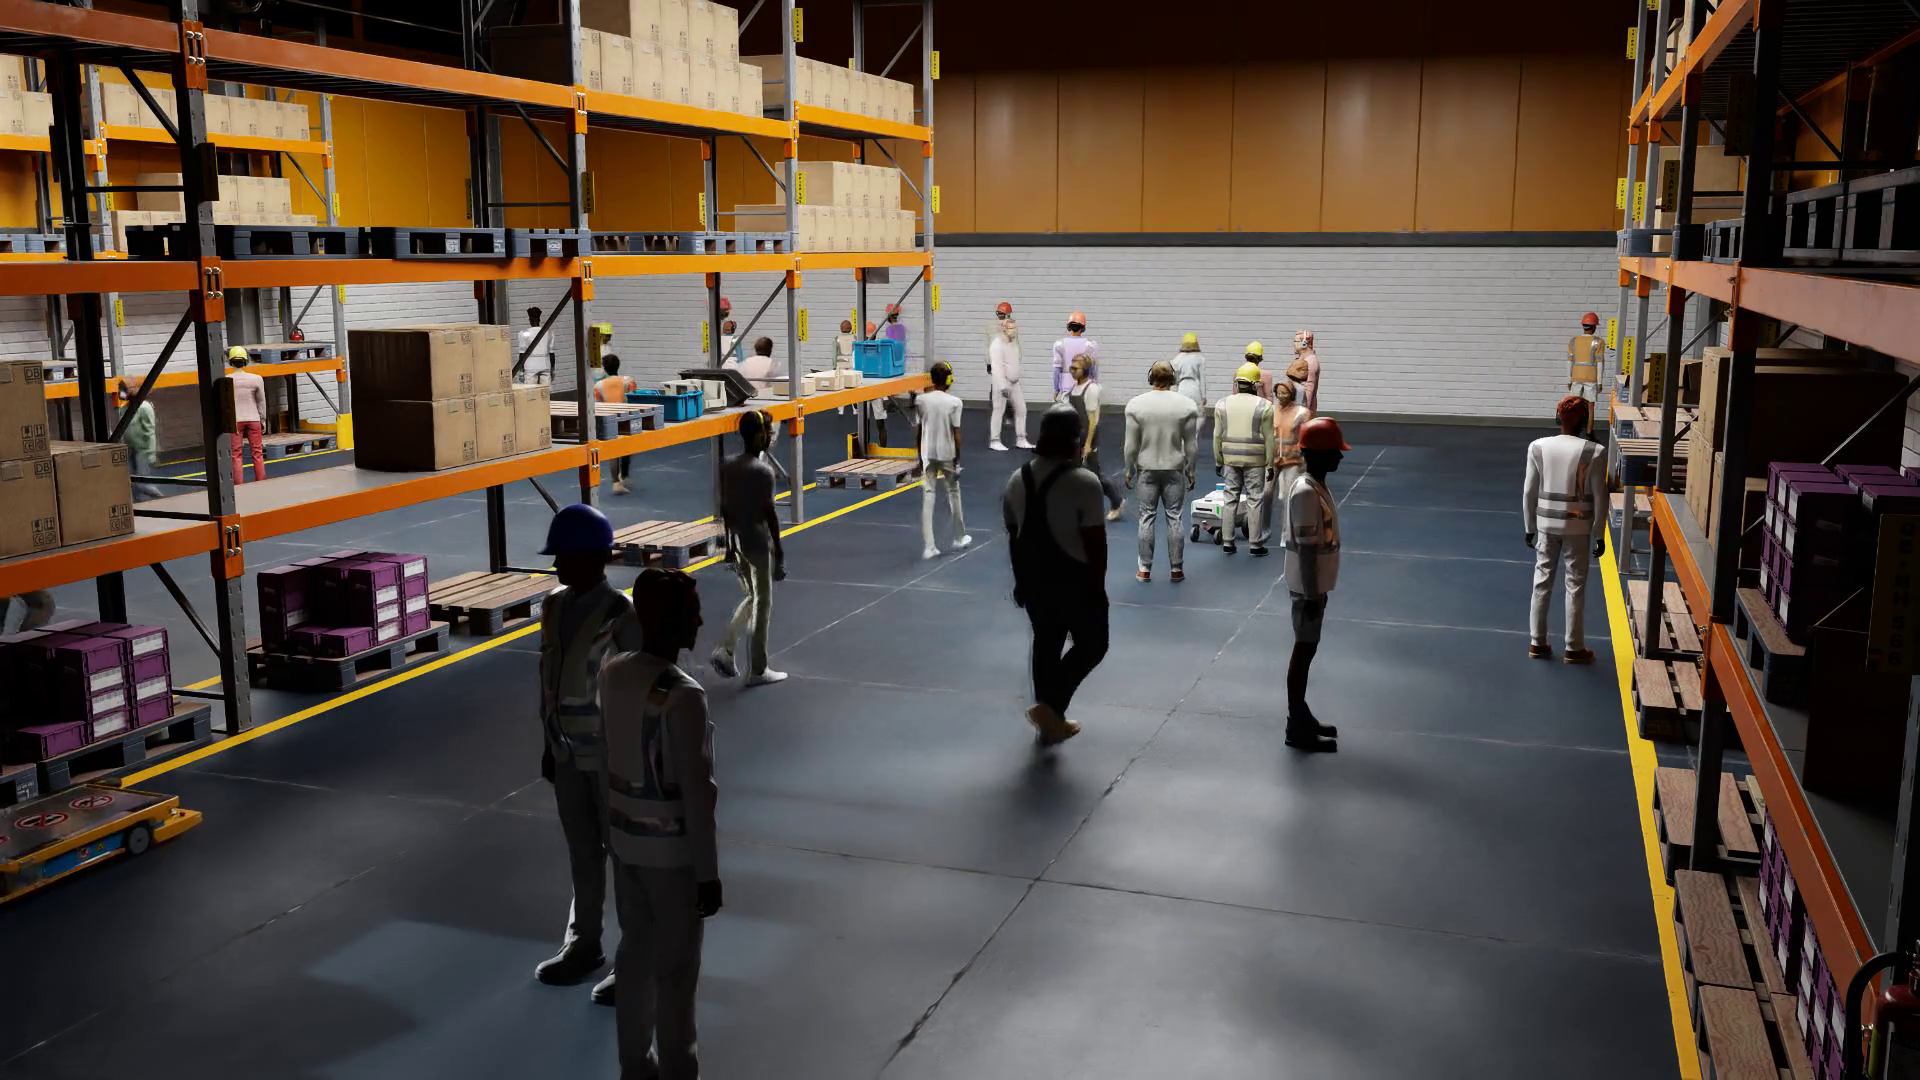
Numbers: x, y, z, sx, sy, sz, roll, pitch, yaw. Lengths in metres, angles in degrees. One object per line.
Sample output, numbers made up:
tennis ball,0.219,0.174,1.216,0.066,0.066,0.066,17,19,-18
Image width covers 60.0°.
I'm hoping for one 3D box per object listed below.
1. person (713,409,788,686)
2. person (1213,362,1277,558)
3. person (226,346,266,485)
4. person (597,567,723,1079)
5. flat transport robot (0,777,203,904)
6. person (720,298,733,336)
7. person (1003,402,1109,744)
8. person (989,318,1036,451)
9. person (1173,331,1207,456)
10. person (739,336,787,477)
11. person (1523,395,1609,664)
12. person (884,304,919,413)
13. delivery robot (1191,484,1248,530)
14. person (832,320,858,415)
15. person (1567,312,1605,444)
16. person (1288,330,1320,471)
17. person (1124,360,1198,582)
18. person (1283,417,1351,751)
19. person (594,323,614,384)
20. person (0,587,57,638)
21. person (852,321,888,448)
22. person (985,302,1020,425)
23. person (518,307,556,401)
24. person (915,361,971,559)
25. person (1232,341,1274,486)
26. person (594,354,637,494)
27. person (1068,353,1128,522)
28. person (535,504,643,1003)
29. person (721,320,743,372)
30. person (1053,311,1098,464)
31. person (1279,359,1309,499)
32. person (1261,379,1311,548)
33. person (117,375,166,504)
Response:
person,-1.366,0.064,10.970,0.420,1.856,0.564,-10,14,-44
person,2.682,-0.749,15.623,0.603,1.830,0.404,5,11,28
person,-8.292,-1.355,19.227,0.527,1.768,0.314,-7,12,-33
person,-0.981,1.019,5.519,0.337,1.882,0.585,-9,13,-41
flat transport robot,-4.340,1.427,7.767,0.652,0.197,1.431,4,11,19
person,-4.025,-3.201,28.942,0.954,2.000,0.624,1,10,5
person,0.581,0.202,9.682,0.698,2.000,0.607,10,14,43
person,0.750,-2.181,23.542,0.763,1.885,0.651,7,12,33
person,3.183,-2.019,23.028,0.511,1.729,0.354,7,12,33
person,-2.433,-1.609,20.527,0.635,1.815,0.818,4,11,23
person,4.248,-0.072,11.675,0.585,1.878,0.344,9,13,41
person,-1.063,-3.136,28.853,0.655,1.919,0.541,6,12,29
delivery robot,2.592,-0.317,16.525,0.477,0.478,0.707,8,13,37
person,-1.938,-2.956,28.598,0.512,1.639,0.311,0,10,2
person,9.188,-2.365,24.425,0.547,1.938,0.377,10,14,44
person,4.110,-1.570,20.043,0.407,1.908,0.641,1,10,8
person,1.741,-0.591,14.438,0.634,1.936,0.351,1,10,4
person,2.073,0.247,9.716,0.354,1.939,0.544,3,10,15
person,-5.766,-2.605,26.444,0.859,1.706,0.542,6,12,32
person,-6.091,0.099,10.613,0.648,1.916,0.545,4,11,19
person,-1.183,-1.911,21.905,0.538,1.929,0.382,3,11,18
person,0.708,-2.887,27.208,0.621,1.992,0.397,6,12,30
person,-6.665,-2.693,26.225,0.602,1.958,0.374,-8,13,-37
person,-0.170,-0.772,15.767,0.515,1.838,0.877,3,11,18
person,3.531,-1.500,20.030,0.531,1.772,0.301,7,12,34
person,-4.041,-1.378,19.691,0.576,1.631,0.866,-2,10,-10
person,1.335,-1.051,17.400,0.893,1.820,0.515,-6,12,-32
person,-1.420,0.818,6.472,0.605,1.949,0.400,8,13,39
person,-3.923,-2.926,28.425,0.522,1.639,0.305,6,12,31
person,1.546,-2.037,22.283,0.609,2.043,0.397,1,10,8
person,3.835,-1.249,19.001,0.276,1.631,0.507,-2,10,-11
person,3.140,-0.744,16.165,0.538,1.636,0.377,5,11,25
person,-8.283,-0.865,16.856,0.522,1.620,0.458,6,12,30
